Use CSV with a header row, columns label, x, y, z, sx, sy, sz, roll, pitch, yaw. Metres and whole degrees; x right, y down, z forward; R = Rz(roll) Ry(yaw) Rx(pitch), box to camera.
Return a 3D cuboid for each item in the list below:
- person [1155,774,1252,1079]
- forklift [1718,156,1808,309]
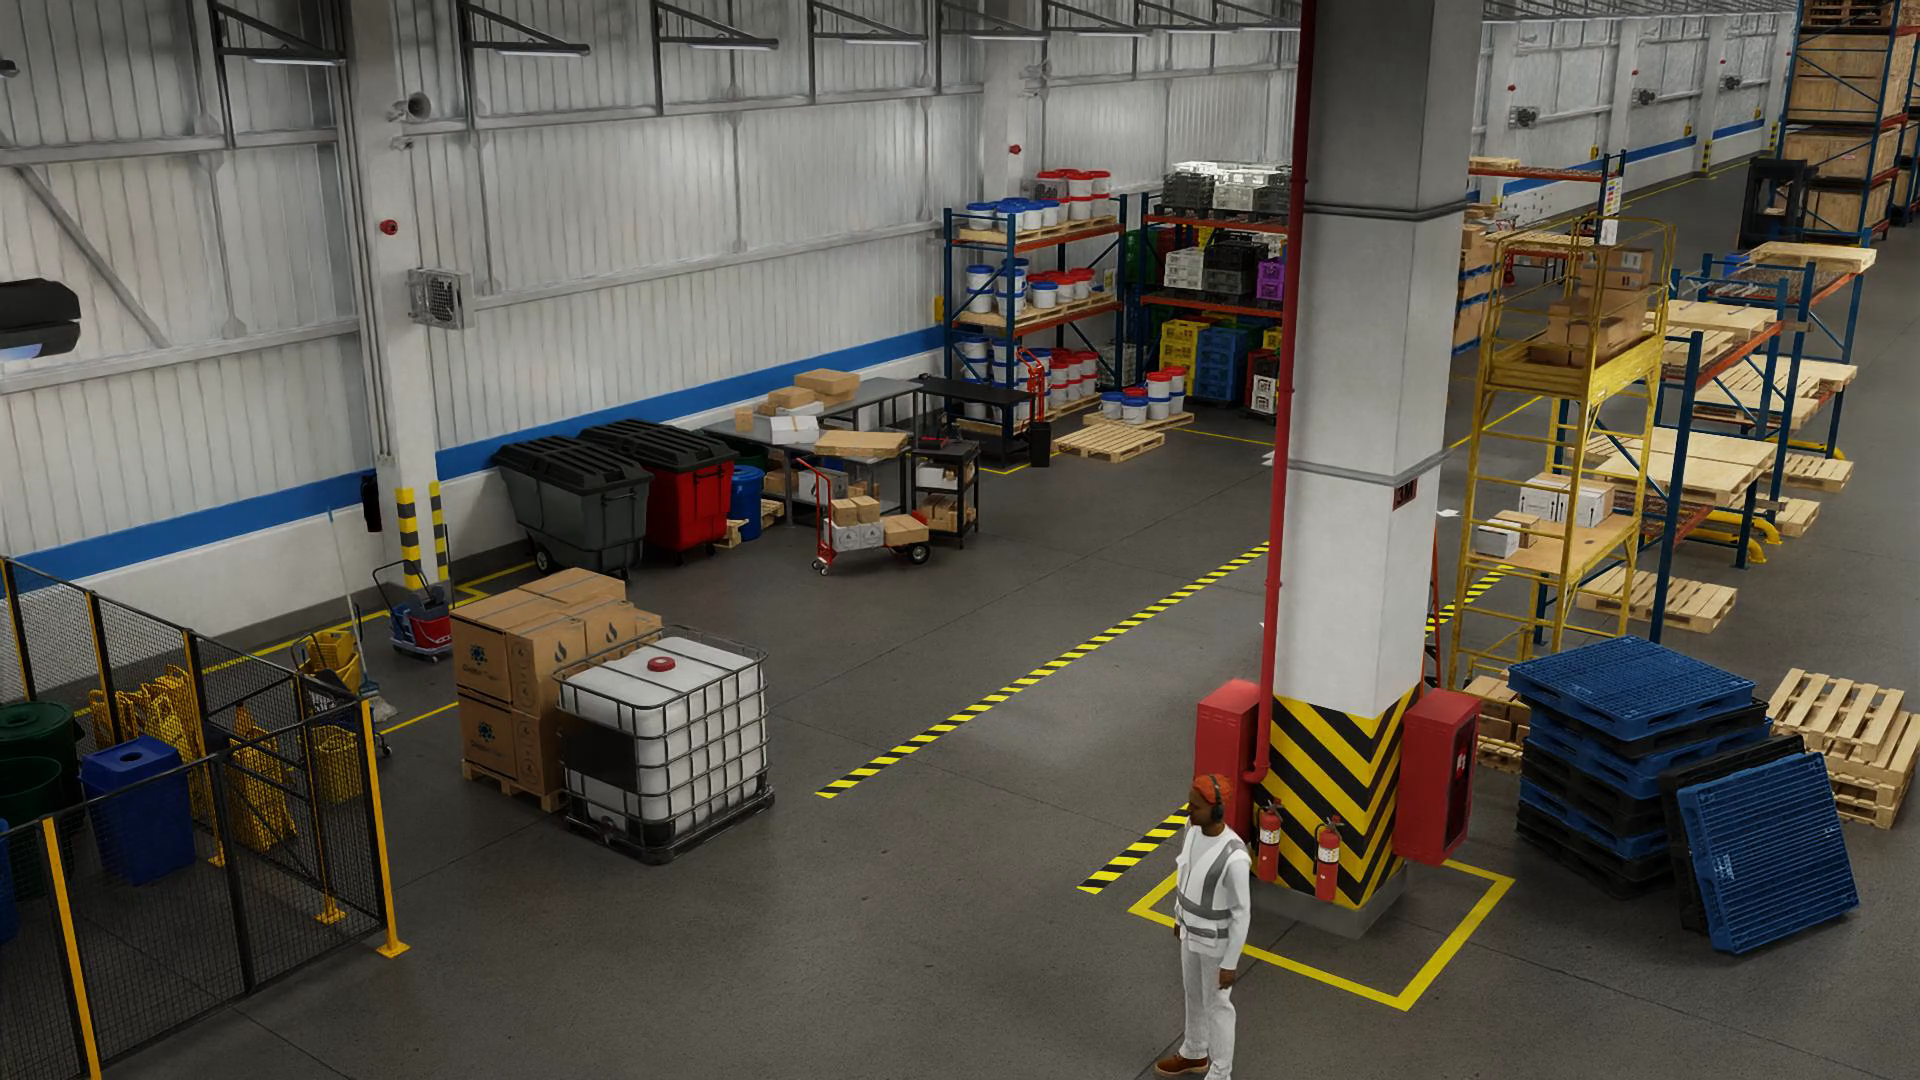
label,x,y,z,sx,sy,sz,roll,pitch,yaw
person,1.299,2.095,8.783,0.342,1.882,0.587,-7,19,-20
forklift,15.221,-5.789,31.337,1.129,2.768,1.873,13,22,34
